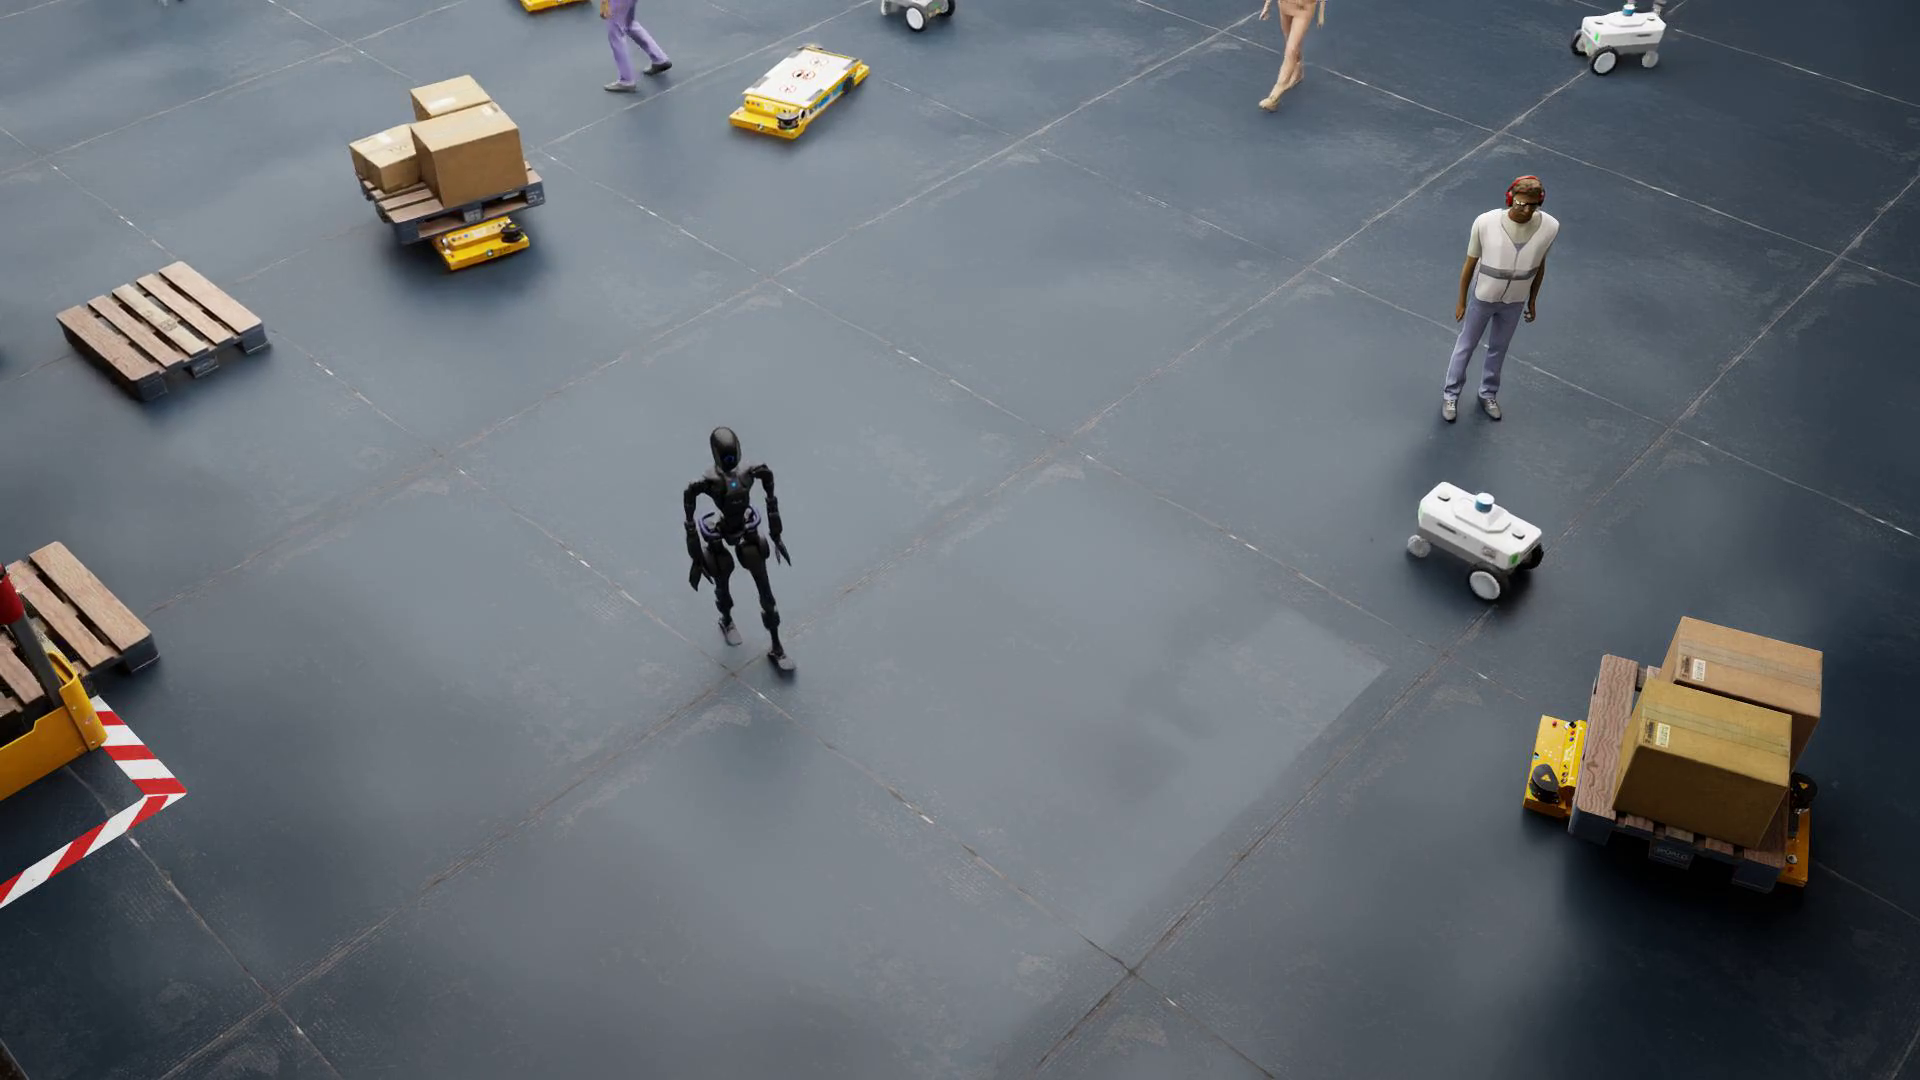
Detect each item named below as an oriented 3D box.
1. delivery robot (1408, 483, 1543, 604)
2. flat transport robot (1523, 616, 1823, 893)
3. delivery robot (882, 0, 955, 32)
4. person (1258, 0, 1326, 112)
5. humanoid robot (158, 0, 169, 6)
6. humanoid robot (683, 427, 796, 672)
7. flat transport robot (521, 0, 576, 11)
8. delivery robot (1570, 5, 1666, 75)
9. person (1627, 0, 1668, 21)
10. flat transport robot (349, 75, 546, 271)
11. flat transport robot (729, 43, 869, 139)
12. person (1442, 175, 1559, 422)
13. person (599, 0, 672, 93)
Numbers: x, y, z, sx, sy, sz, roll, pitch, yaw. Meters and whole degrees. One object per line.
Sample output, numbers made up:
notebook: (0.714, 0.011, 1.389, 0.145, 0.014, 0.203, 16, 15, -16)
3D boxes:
delivery robot: (3.230, -0.012, 10.339, 0.796, 0.612, 0.499, 32, 51, 30)
flat transport robot: (3.840, 1.370, 9.003, 1.431, 0.231, 0.659, 15, 44, 16)
delivery robot: (-0.449, -5.358, 16.263, 0.760, 0.588, 0.521, 27, 49, 27)
person: (2.936, -4.688, 14.670, 0.514, 1.694, 0.923, 29, 49, 28)
humanoid robot: (-7.933, -6.064, 16.242, 0.543, 1.883, 0.740, -31, 50, -30)
humanoid robot: (-1.254, 0.058, 9.420, 0.593, 1.635, 0.656, -18, 45, -19)
flat transport robot: (-4.344, -5.806, 16.980, 0.659, 0.231, 1.431, -21, 46, -22)
delivery robot: (6.159, -4.697, 15.528, 0.784, 0.589, 0.499, -6, 42, -7)
person: (6.764, -5.911, 15.931, 0.564, 1.832, 0.411, 16, 44, 17)
flat transport robot: (-4.085, -2.672, 13.496, 0.659, 0.231, 1.431, -24, 47, -24)
flat transport robot: (-1.442, -4.075, 15.056, 0.659, 0.231, 1.431, 18, 45, 19)
person: (3.606, -1.627, 11.155, 0.565, 1.846, 0.390, -2, 42, -2)
person: (-2.977, -4.879, 14.800, 0.509, 1.805, 0.625, 8, 43, 8)
